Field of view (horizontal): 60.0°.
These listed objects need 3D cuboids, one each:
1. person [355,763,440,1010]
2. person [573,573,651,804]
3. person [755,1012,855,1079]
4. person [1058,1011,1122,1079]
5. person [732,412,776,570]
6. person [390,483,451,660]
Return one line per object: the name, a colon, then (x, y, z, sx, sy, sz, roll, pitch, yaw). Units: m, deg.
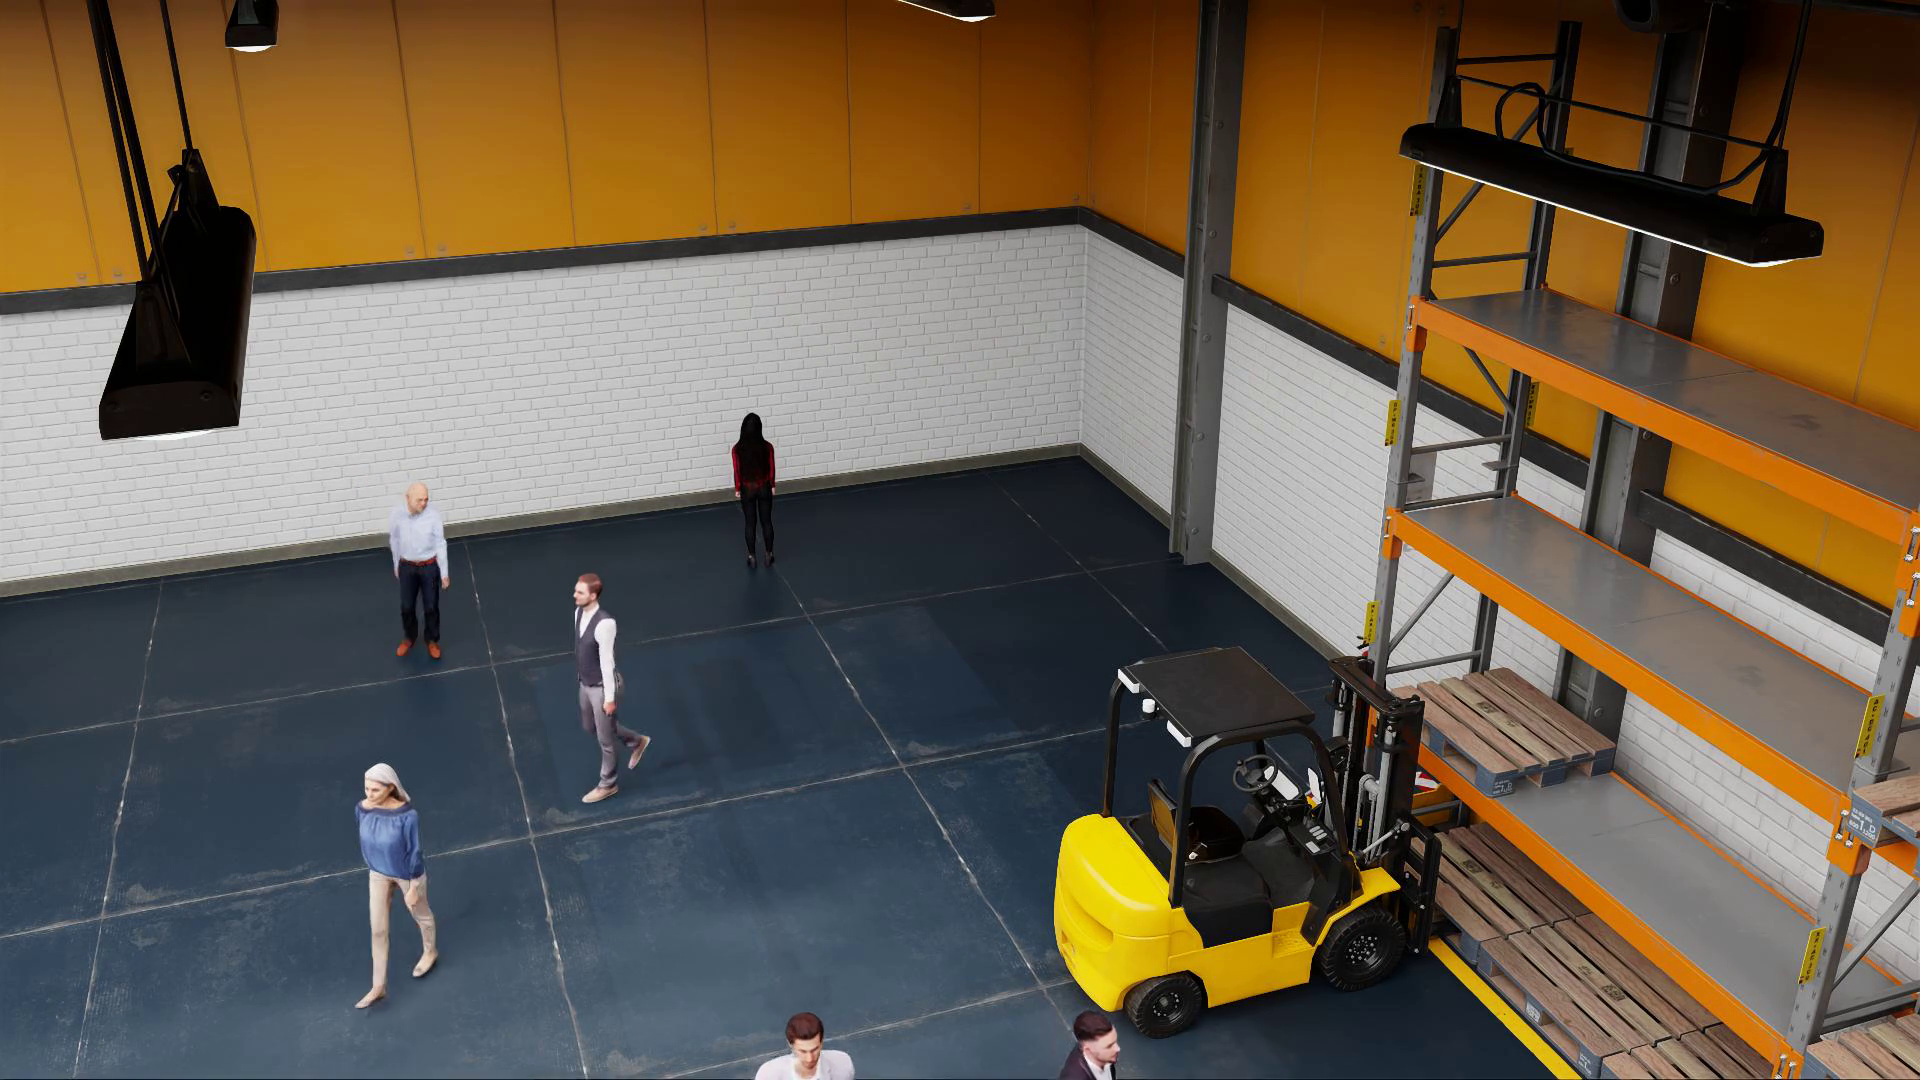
person: (-3.646, 2.166, 10.945, 0.945, 1.671, 1.068, 6, 24, 14)
person: (-2.740, 1.114, 13.038, 0.908, 1.923, 0.955, -19, 30, -37)
person: (-0.804, 3.114, 8.581, 0.790, 1.828, 0.902, -3, 24, -6)
person: (0.565, 3.132, 8.546, 0.979, 1.822, 0.918, 11, 26, 23)
person: (-2.091, -0.507, 17.076, 0.604, 1.657, 0.532, -6, 24, -13)
person: (-4.947, 0.273, 15.181, 0.799, 1.747, 0.731, 2, 24, 5)
